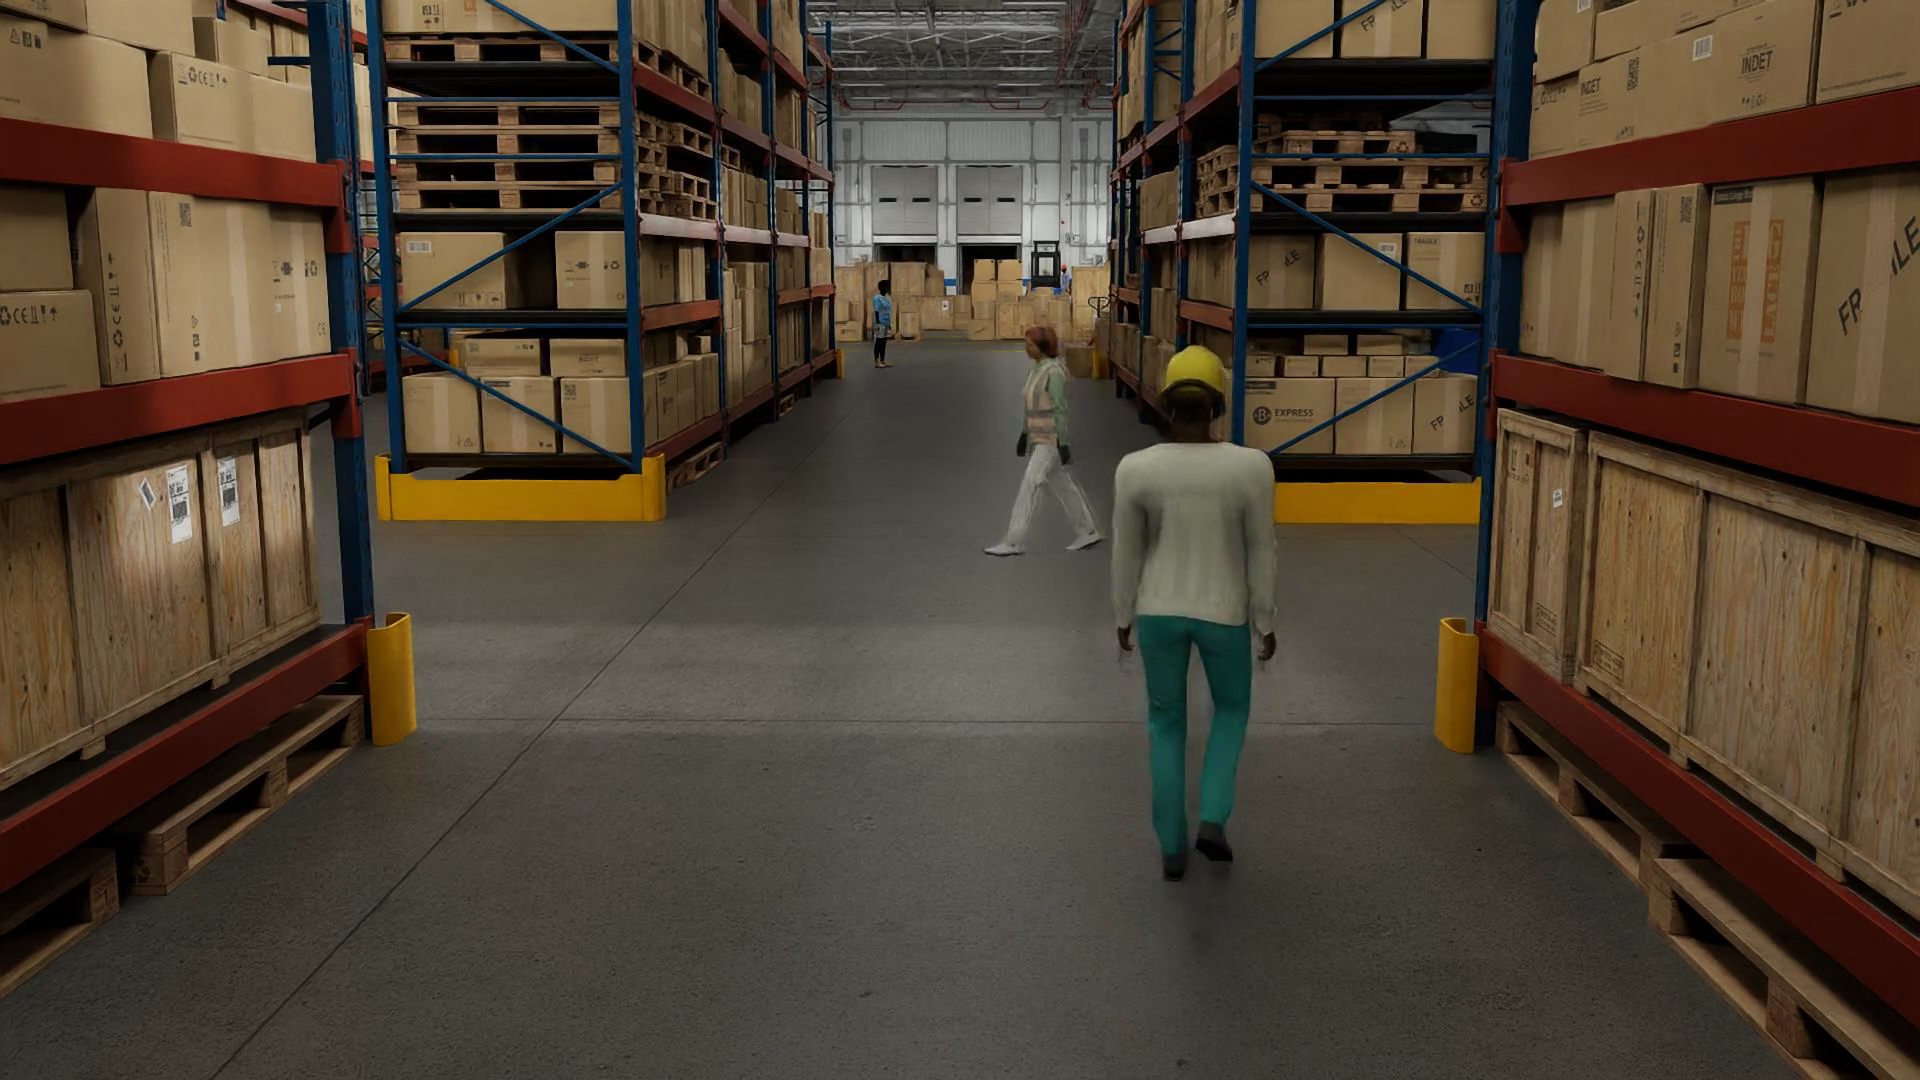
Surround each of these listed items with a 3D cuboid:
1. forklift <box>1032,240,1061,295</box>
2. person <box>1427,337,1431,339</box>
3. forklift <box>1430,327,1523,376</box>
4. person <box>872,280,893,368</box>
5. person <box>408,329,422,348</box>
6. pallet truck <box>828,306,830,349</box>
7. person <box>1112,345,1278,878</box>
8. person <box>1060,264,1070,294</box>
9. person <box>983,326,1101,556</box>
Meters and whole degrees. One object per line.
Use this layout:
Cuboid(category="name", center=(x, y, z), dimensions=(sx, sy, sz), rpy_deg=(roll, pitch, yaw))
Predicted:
Cuboid(category="forklift", center=(3.174, -9.648, 61.354), dimensions=(1.129, 2.768, 1.873), rpy_deg=(0, 9, 1))
Cuboid(category="person", center=(12.170, -6.206, 43.772), dimensions=(0.849, 1.873, 0.632), rpy_deg=(1, 10, 8))
Cuboid(category="forklift", center=(7.281, -3.442, 24.177), dimensions=(1.129, 2.768, 1.873), rpy_deg=(-7, 12, -34))
Cuboid(category="person", center=(-1.487, -4.153, 31.979), dimensions=(0.319, 1.697, 0.533), rpy_deg=(4, 10, 24))
Cuboid(category="person", center=(-12.862, -5.515, 39.459), dimensions=(0.623, 1.917, 0.586), rpy_deg=(-1, 9, -3))
Cuboid(category="pallet truck", center=(-3.100, -3.940, 29.800), dimensions=(1.885, 1.965, 0.823), rpy_deg=(3, 10, 19))
Cuboid(category="person", center=(0.769, 0.241, 5.474), dimensions=(0.552, 1.751, 0.368), rpy_deg=(2, 10, 14))
Cuboid(category="person", center=(4.313, -10.430, 68.849), dimensions=(0.364, 1.939, 0.542), rpy_deg=(-5, 11, -26))
Cuboid(category="person", center=(0.608, -0.686, 11.525), dimensions=(0.868, 1.596, 0.535), rpy_deg=(-2, 10, -12))
